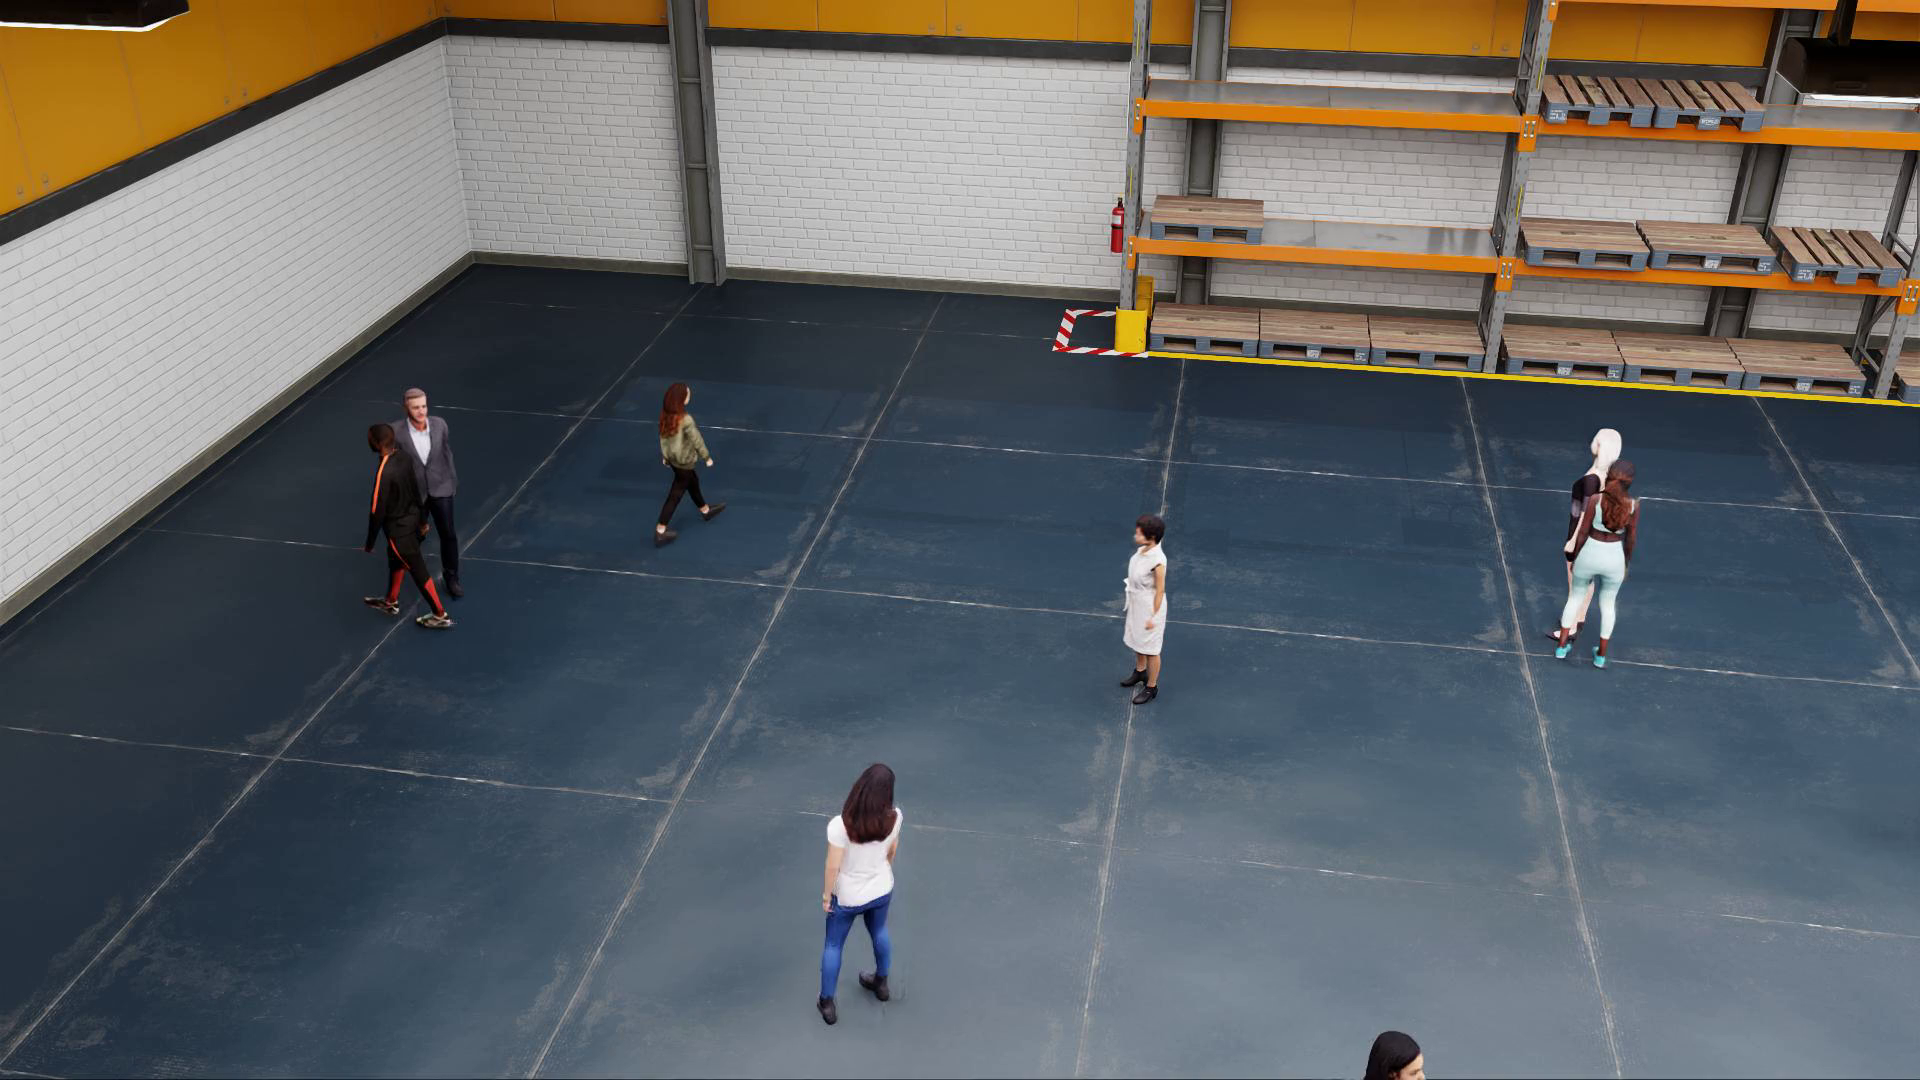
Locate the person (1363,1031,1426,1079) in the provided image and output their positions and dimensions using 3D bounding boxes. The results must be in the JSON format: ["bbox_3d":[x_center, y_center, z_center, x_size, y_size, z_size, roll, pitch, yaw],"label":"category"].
[{"bbox_3d":[1.798,2.918,7.608,1.009,1.779,0.854,21,35,33],"label":"person"}]

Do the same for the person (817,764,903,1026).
[{"bbox_3d":[-0.503,2.017,9.400,0.745,1.646,0.842,-22,36,-35],"label":"person"}]

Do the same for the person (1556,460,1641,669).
[{"bbox_3d":[4.890,0.190,12.680,0.494,1.712,0.659,7,29,13],"label":"person"}]

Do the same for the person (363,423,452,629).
[{"bbox_3d":[-4.311,-0.084,13.105,1.003,1.785,0.669,4,29,7],"label":"person"}]

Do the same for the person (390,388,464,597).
[{"bbox_3d":[-4.425,-0.425,13.700,1.082,1.815,1.120,-17,33,-28],"label":"person"}]

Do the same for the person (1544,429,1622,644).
[{"bbox_3d":[4.892,-0.040,12.980,0.667,1.829,0.655,24,37,37],"label":"person"}]

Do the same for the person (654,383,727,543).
[{"bbox_3d":[-2.483,-0.644,14.498,1.035,1.435,1.009,-23,36,-36],"label":"person"}]

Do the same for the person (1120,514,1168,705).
[{"bbox_3d":[1.385,0.487,12.303,0.637,1.552,0.630,-7,29,-12],"label":"person"}]
